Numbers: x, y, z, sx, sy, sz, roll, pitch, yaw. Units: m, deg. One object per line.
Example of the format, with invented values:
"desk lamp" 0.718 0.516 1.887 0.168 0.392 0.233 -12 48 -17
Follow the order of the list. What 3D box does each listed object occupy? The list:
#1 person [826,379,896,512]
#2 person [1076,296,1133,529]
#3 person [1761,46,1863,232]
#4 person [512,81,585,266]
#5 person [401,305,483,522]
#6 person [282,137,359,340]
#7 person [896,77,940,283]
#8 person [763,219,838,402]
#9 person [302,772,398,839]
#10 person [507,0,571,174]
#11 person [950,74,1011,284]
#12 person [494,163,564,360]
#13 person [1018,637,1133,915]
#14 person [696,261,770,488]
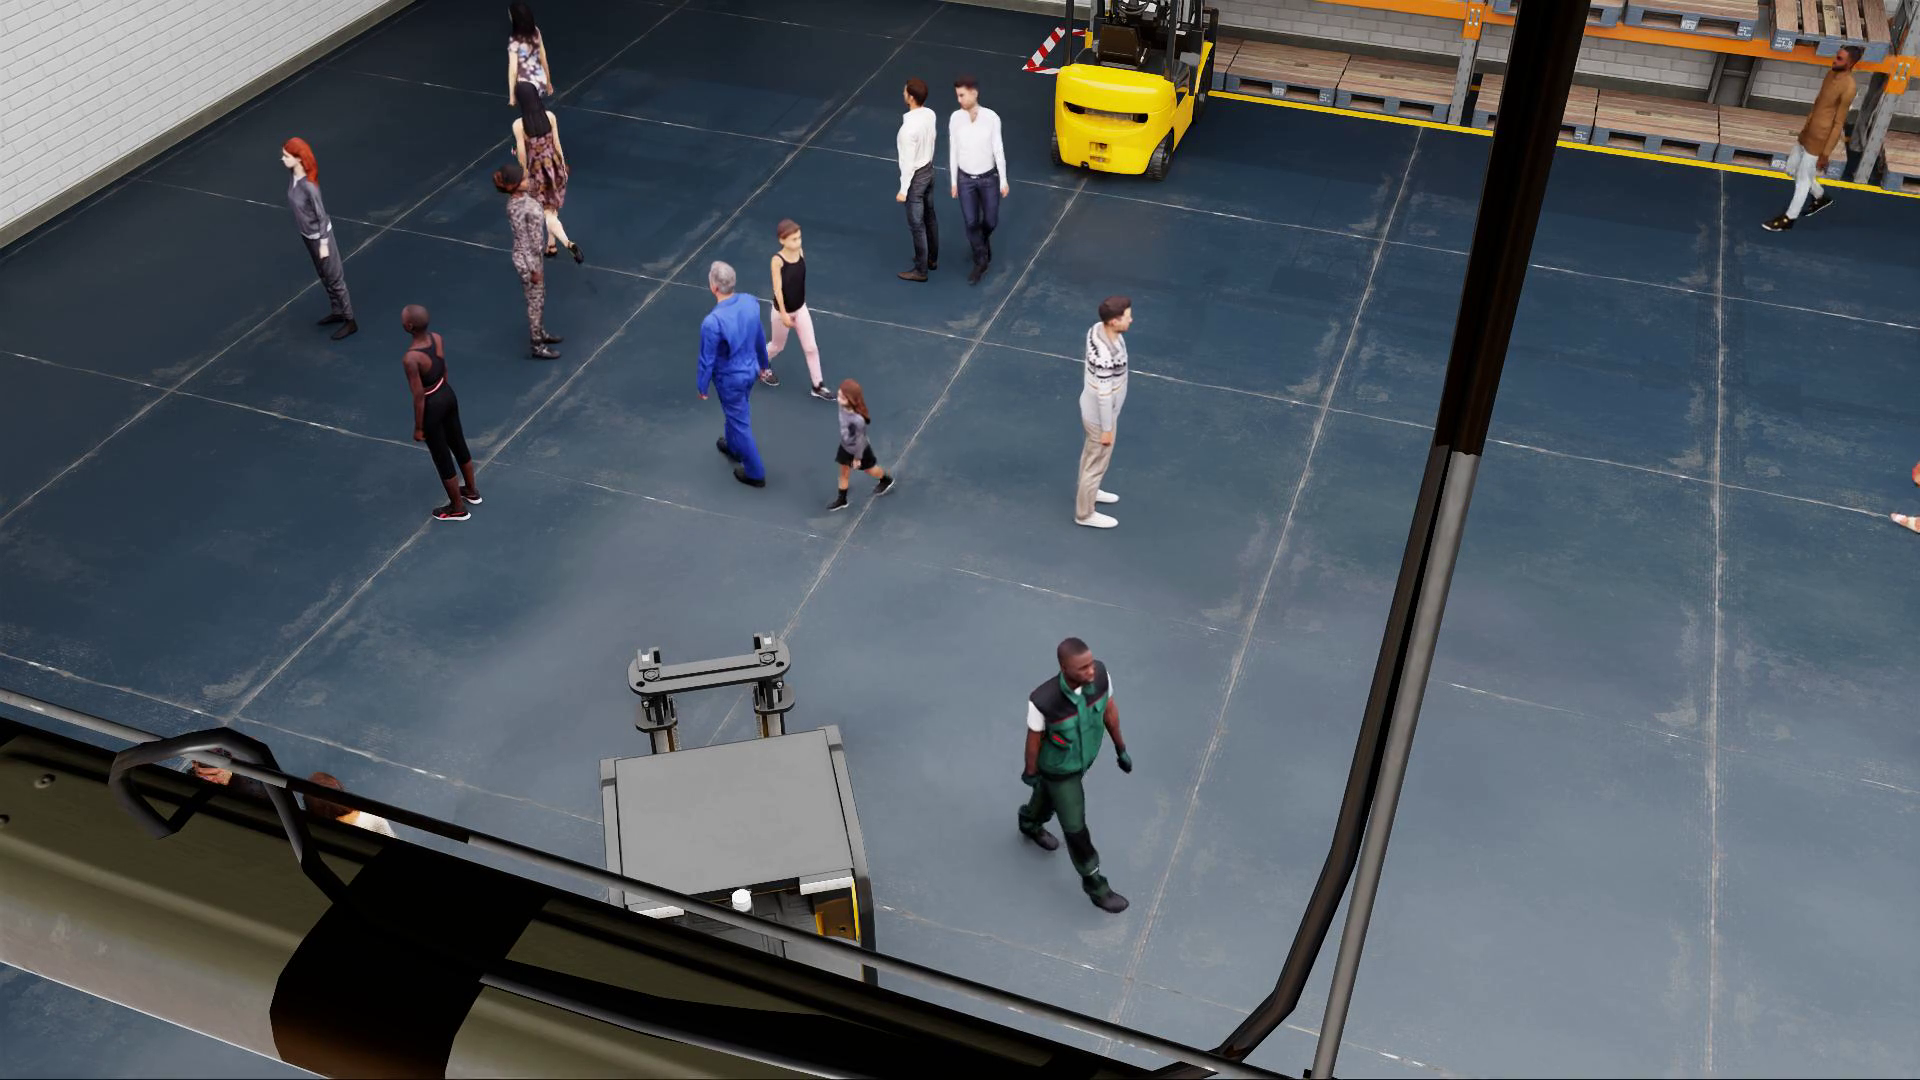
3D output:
"person" -0.722 -0.720 12.205 0.793 1.084 0.798 -24 45 -27
"person" 0.993 -0.932 11.858 0.706 1.849 0.744 -1 39 -1
"person" 7.998 -3.695 15.351 0.973 1.808 0.836 -1 39 -1
"person" -3.637 -3.171 14.738 0.917 1.753 1.108 -28 46 -31
"person" -3.738 -0.922 11.919 0.529 1.757 0.585 11 40 14
"person" -5.375 -2.536 13.922 0.717 1.779 0.606 -27 46 -29
"person" -0.359 -3.173 14.646 0.580 1.871 0.686 18 42 22
"person" -1.415 -1.844 13.252 1.088 1.533 0.802 31 48 33
"person" -3.036 1.831 8.537 0.764 1.675 0.822 -17 42 -20
"person" -4.154 -4.389 16.309 1.068 1.696 0.697 18 42 21
"person" 0.151 -3.219 14.736 0.852 1.832 0.843 -3 39 -3
"person" -3.542 -2.306 13.687 0.688 1.714 0.666 -3 39 -4
"person" 0.532 1.185 9.263 1.057 1.779 1.293 -31 48 -33
"person" -1.573 -1.168 12.182 0.957 1.812 0.888 24 44 27
